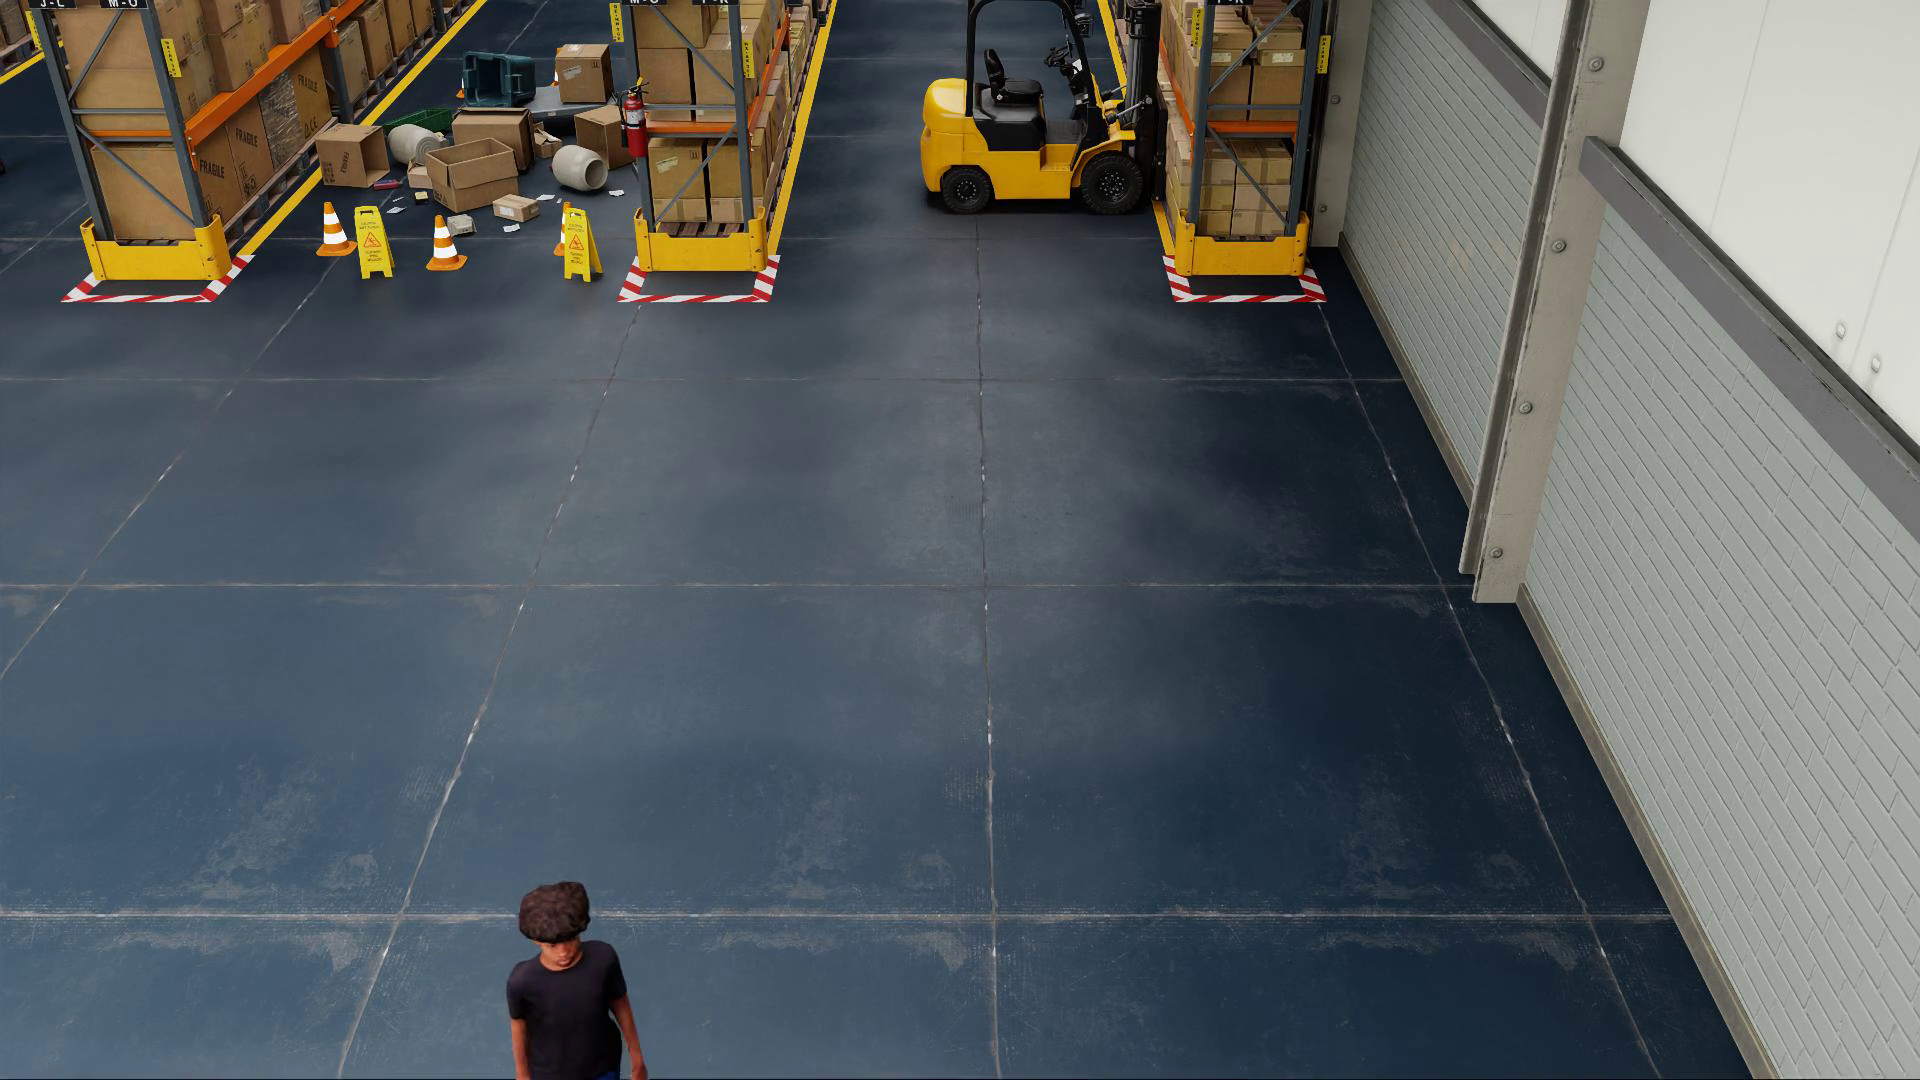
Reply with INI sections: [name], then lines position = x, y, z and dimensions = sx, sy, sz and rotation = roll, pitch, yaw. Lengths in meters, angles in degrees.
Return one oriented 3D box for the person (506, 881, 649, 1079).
[person]
position = -1.538, 1.992, 6.575
dimensions = 0.794, 1.784, 0.861
rotation = -14, 35, -22
